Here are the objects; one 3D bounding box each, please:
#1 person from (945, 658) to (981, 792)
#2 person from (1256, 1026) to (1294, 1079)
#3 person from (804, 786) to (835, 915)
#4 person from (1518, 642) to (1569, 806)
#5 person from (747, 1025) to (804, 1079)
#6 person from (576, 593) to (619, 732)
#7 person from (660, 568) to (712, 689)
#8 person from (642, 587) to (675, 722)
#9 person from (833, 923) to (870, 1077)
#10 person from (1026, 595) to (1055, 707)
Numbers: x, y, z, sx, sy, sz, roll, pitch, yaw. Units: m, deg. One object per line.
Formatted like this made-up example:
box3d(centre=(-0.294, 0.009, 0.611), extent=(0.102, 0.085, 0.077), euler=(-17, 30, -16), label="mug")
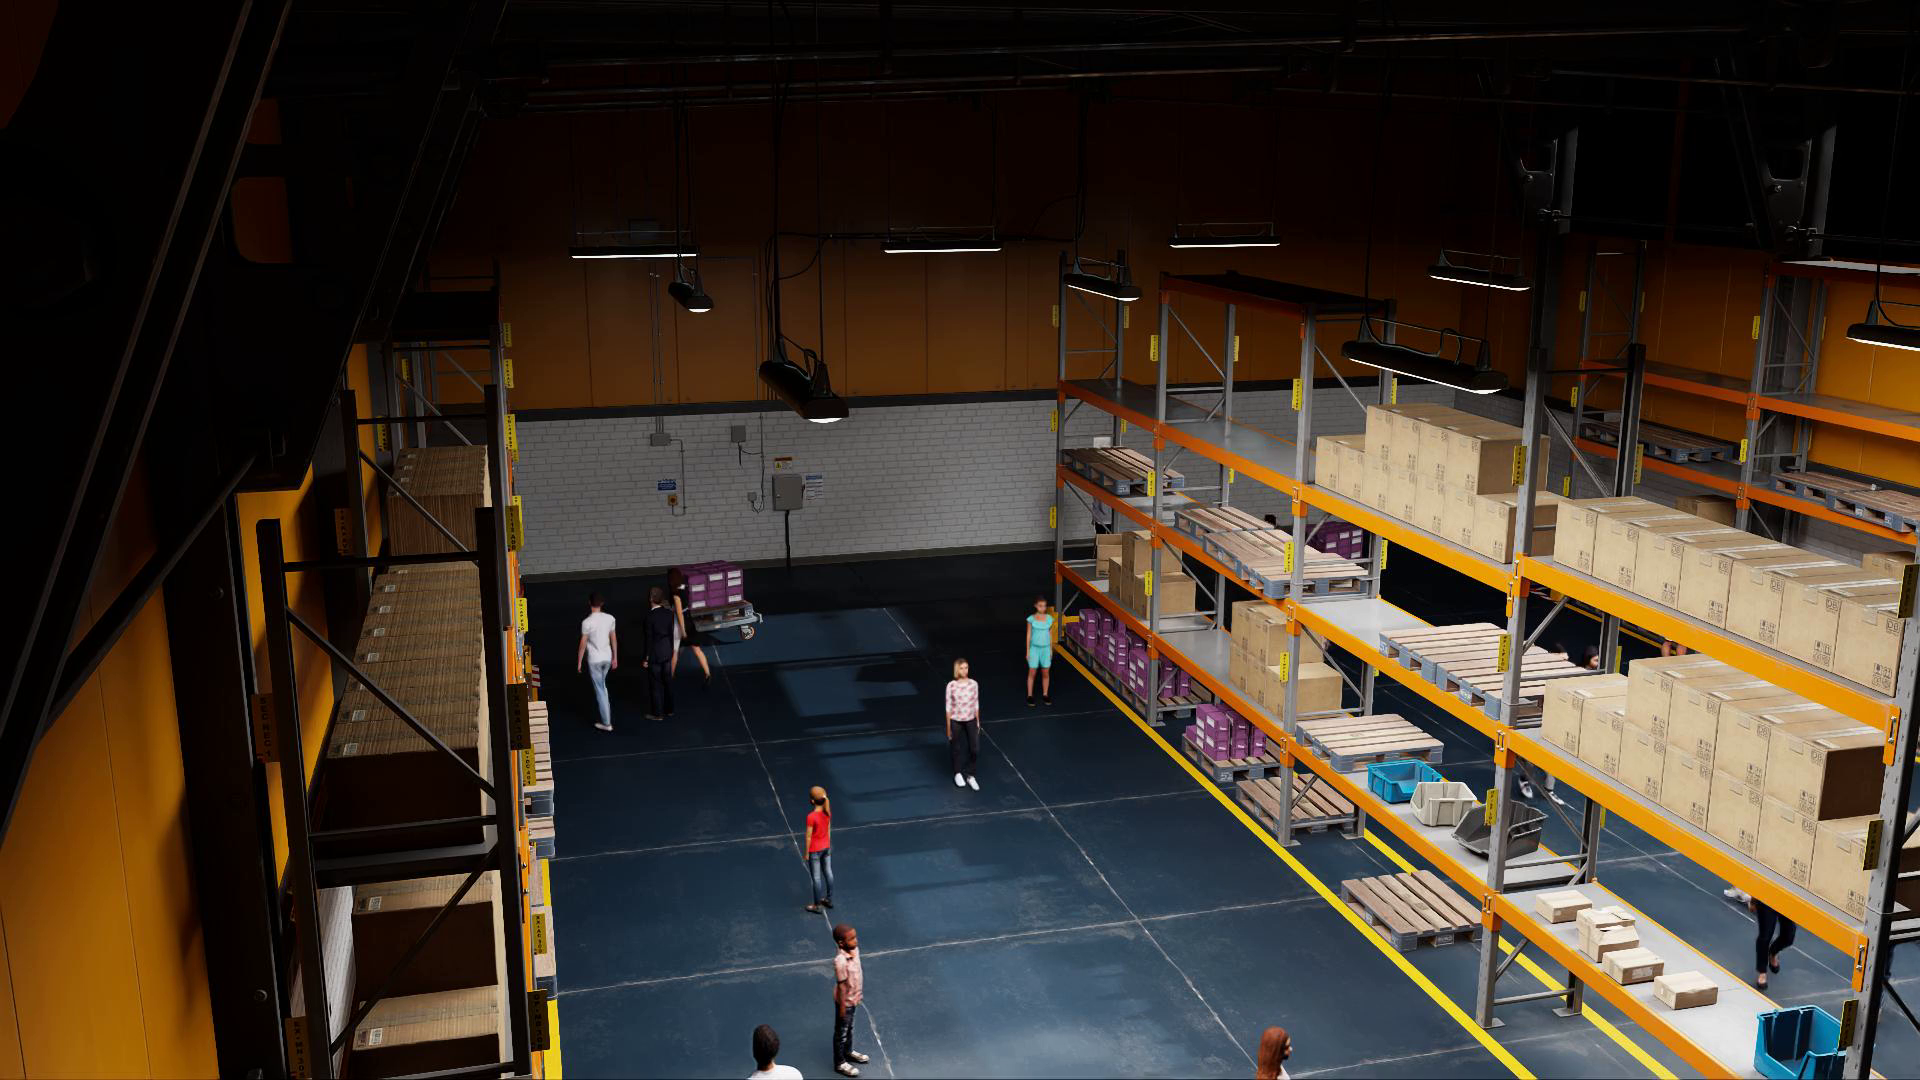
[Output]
box3d(centre=(0.001, 2.175, 20.001), extent=(0.597, 1.617, 0.687), euler=(-4, 14, -15), label="person")
box3d(centre=(2.123, 4.167, 11.554), extent=(0.704, 1.719, 0.604), euler=(4, 14, 16), label="person")
box3d(centre=(-1.410, 3.115, 16.779), extent=(0.592, 1.307, 0.550), euler=(12, 18, 40), label="person")
box3d(centre=(6.888, 2.123, 19.501), extent=(0.715, 1.953, 0.789), euler=(-4, 14, -15), label="person")
box3d(centre=(-1.299, 4.152, 11.304), extent=(0.750, 1.867, 0.714), euler=(-10, 17, -37), label="person")
box3d(centre=(-4.673, 1.620, 21.836), extent=(0.867, 1.832, 0.824), euler=(10, 17, 36), label="person")
box3d(centre=(-3.815, 1.289, 23.392), extent=(1.110, 1.742, 1.130), euler=(6, 15, 24), label="person")
box3d(centre=(-4.052, 1.509, 22.327), extent=(0.812, 1.815, 0.770), euler=(9, 16, 33), label="person")
box3d(centre=(-0.954, 3.809, 13.907), extent=(0.632, 1.308, 0.542), euler=(4, 14, 15), label="person")
box3d(centre=(1.092, 1.507, 22.888), extent=(0.582, 1.555, 0.567), euler=(-2, 14, -7), label="person")
